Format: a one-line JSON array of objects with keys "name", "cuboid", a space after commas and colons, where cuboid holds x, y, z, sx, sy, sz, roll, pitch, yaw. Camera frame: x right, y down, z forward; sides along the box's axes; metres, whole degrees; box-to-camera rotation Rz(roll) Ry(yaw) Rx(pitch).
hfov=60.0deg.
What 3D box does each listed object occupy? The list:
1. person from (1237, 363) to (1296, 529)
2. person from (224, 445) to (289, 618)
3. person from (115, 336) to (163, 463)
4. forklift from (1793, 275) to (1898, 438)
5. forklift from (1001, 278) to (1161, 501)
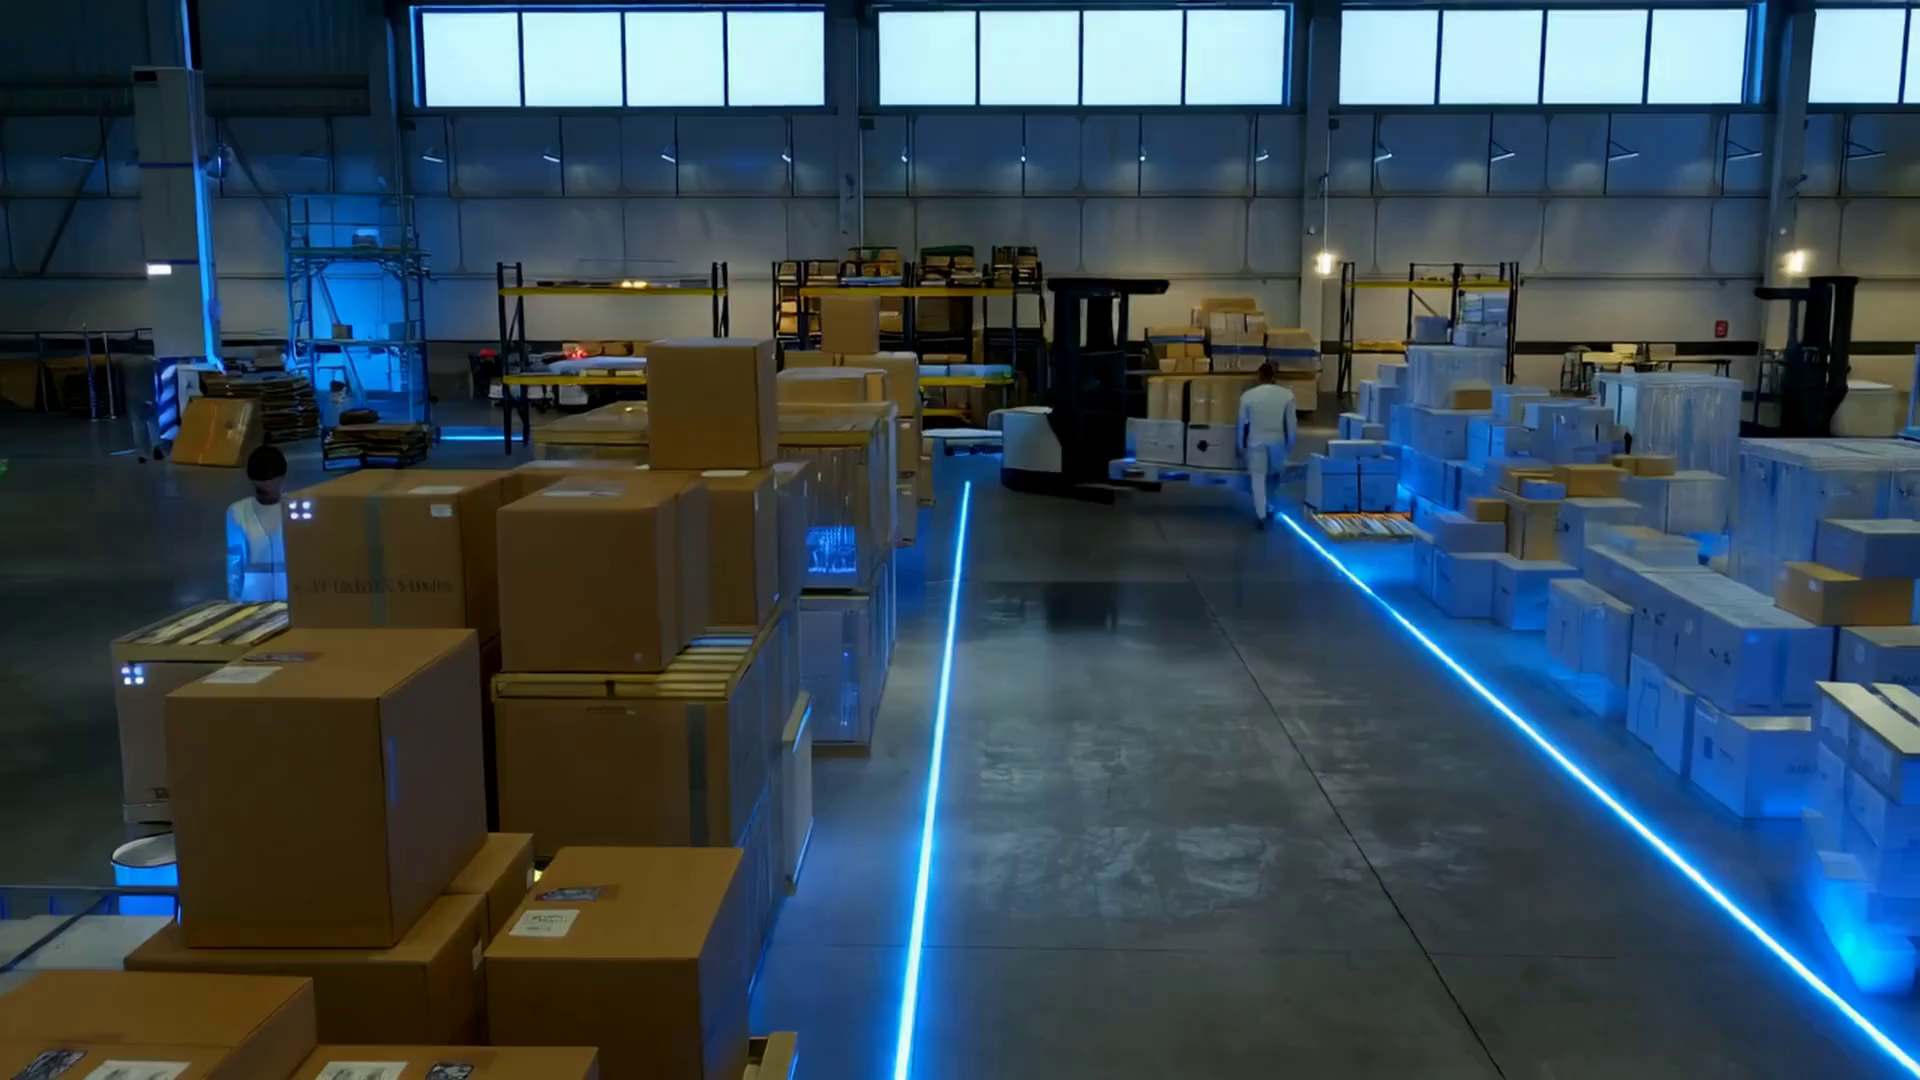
[{"name": "person", "cuboid": [3.532, -1.100, 19.200, 0.654, 1.881, 1.041, 1, 10, 8]}, {"name": "person", "cuboid": [-4.201, 0.374, 10.225, 0.548, 1.932, 0.380, -3, 10, -17]}, {"name": "person", "cuboid": [-12.430, -2.126, 25.219, 0.628, 1.927, 0.465, -7, 12, -36]}, {"name": "forklift", "cuboid": [13.751, -2.794, 26.372, 1.873, 2.768, 1.129, 0, 9, 1]}, {"name": "forklift", "cuboid": [1.558, -2.018, 21.725, 1.873, 2.768, 1.129, 8, 13, 41]}]
